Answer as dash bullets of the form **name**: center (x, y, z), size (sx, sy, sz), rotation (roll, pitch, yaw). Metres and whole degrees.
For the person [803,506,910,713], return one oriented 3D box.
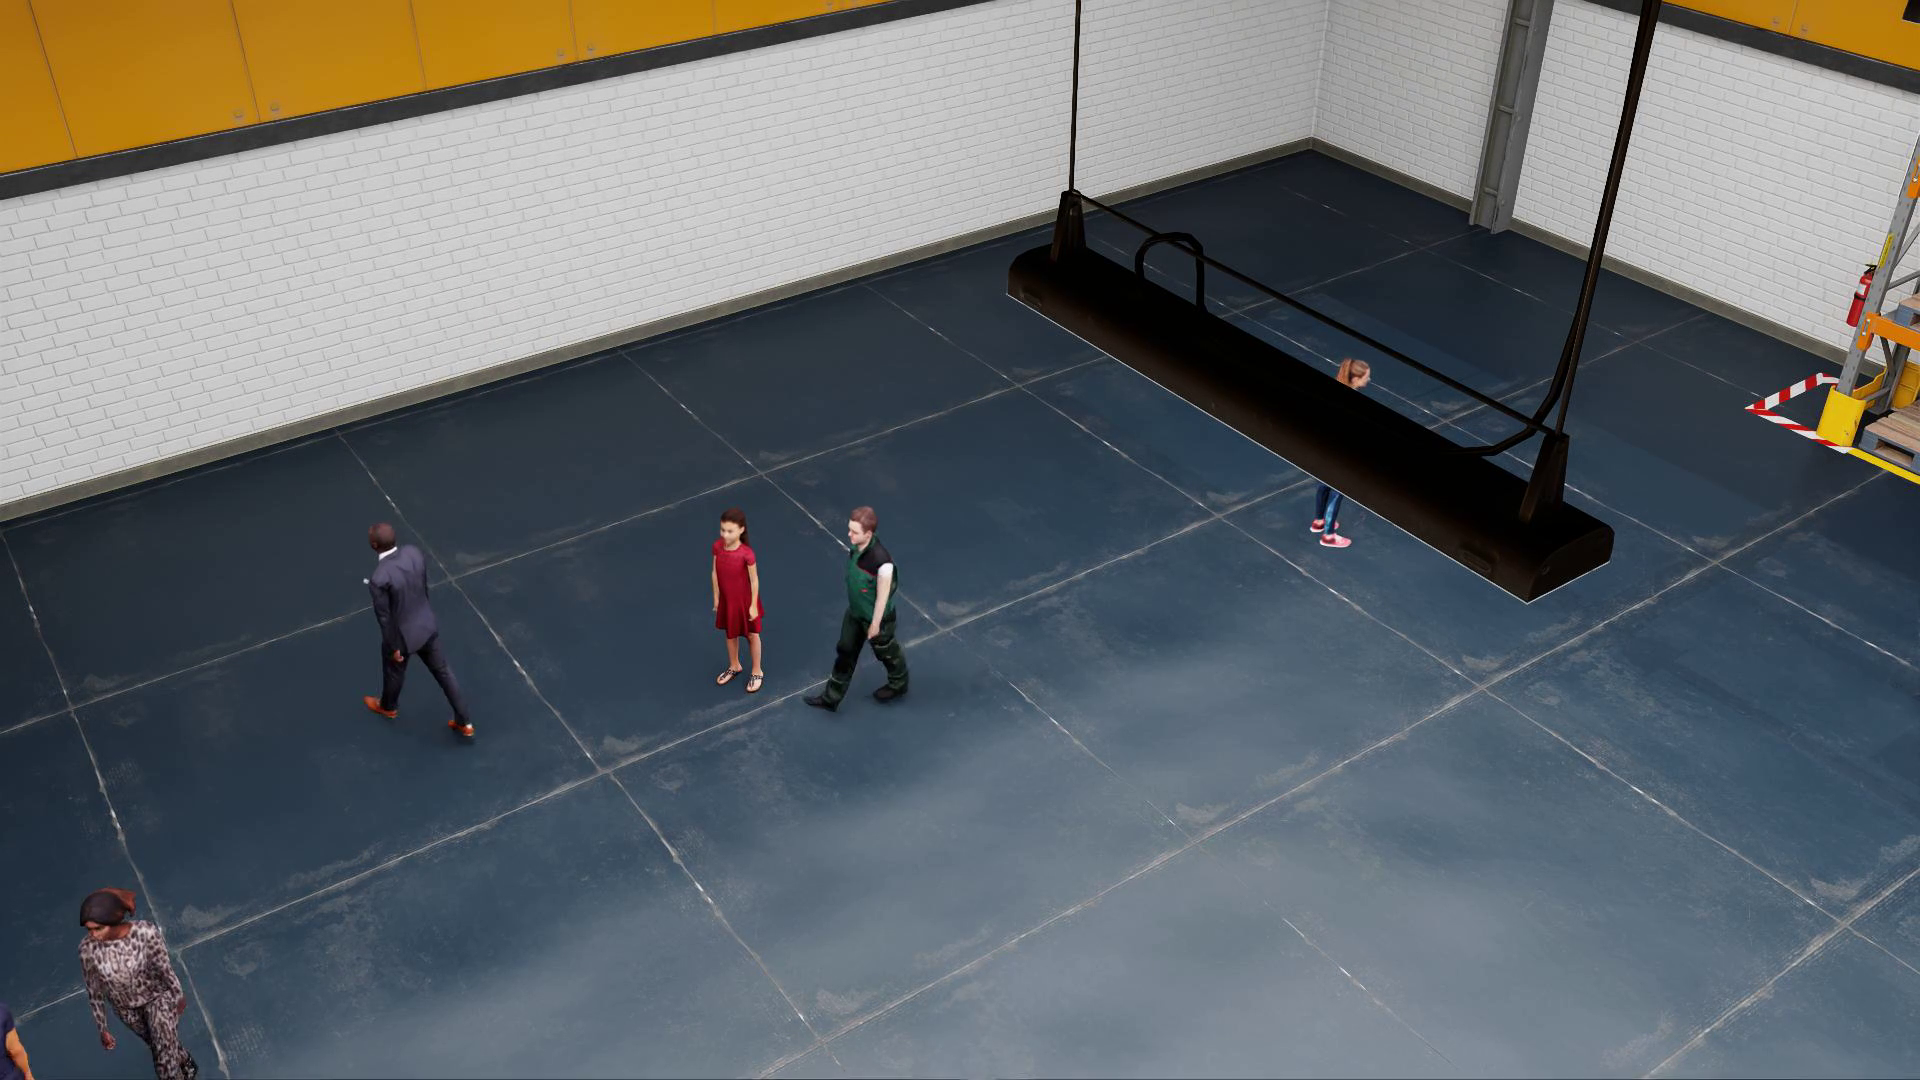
- **person**: center (-0.571, 0.503, 12.217), size (0.744, 1.793, 1.007), rotation (-18, 38, -25)

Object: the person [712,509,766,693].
- **person**: center (-1.677, 0.429, 12.547), size (0.672, 1.551, 0.731), rotation (12, 35, 17)

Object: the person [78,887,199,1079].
- **person**: center (-4.525, 2.526, 9.265), size (0.839, 1.690, 1.022), rotation (-4, 34, -6)

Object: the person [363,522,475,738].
- **person**: center (-3.874, 0.699, 11.942), size (1.310, 1.771, 1.050), rotation (18, 38, 25)

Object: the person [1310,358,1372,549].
- **person**: center (3.251, -0.760, 14.177), size (0.710, 1.726, 0.601), rotation (-5, 34, -8)
